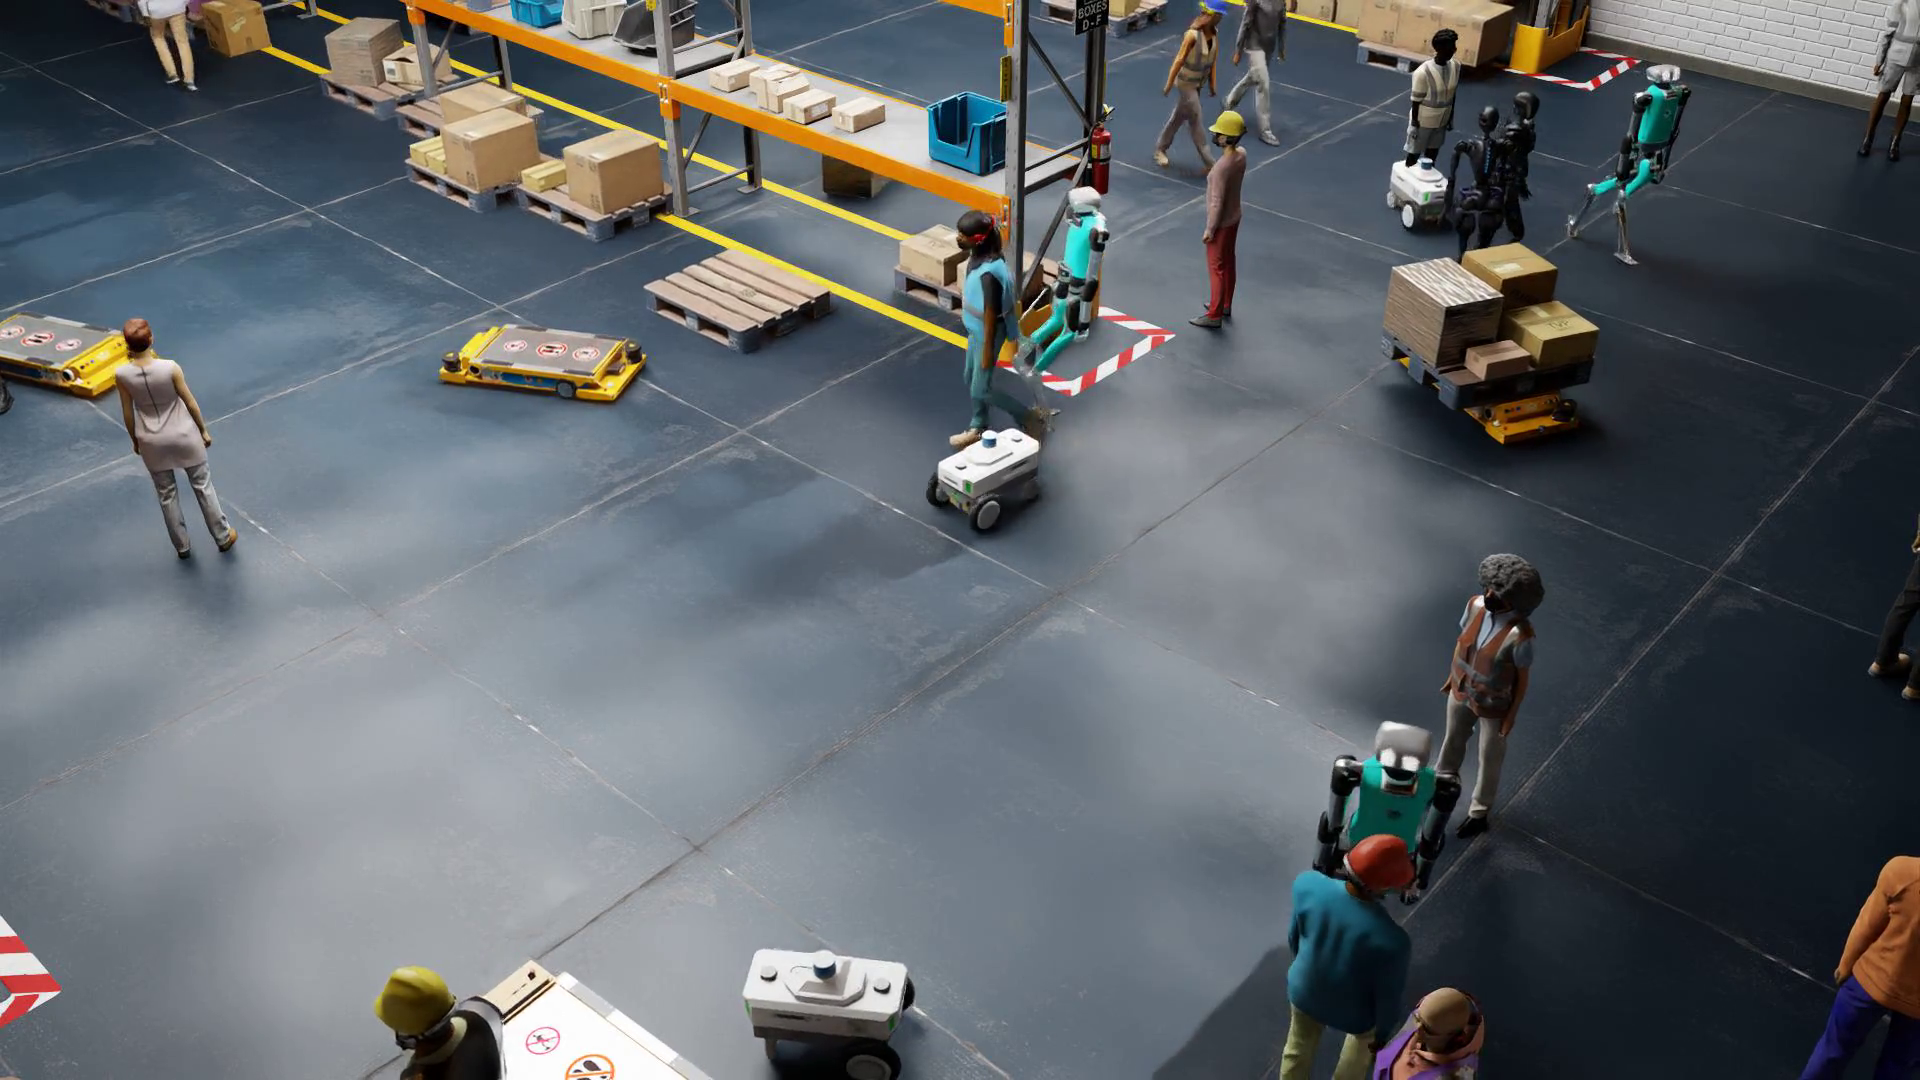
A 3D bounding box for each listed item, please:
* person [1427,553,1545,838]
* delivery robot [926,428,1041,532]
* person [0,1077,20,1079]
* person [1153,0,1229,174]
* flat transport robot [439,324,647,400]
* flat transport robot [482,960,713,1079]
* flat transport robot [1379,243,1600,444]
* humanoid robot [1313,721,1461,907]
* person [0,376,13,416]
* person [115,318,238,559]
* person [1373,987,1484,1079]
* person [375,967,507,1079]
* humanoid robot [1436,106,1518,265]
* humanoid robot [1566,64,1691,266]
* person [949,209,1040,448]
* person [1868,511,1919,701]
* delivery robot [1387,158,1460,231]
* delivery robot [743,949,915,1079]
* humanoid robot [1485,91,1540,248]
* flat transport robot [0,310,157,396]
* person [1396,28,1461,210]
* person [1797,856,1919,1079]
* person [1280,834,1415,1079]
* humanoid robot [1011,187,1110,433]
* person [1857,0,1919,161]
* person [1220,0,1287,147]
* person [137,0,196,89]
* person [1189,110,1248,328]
[{"bbox_3d":[2.645,0.787,8.415,0.306,1.689,0.439,-20,40,-27],"label":"person"},{"bbox_3d":[0.174,-0.435,11.206,0.797,0.614,0.499,-27,43,-34],"label":"delivery robot"},{"bbox_3d":[-3.180,2.499,5.964,0.481,1.659,0.339,-10,36,-14],"label":"person"},{"bbox_3d":[2.219,-4.311,15.779,0.902,1.704,0.523,25,42,32],"label":"person"},{"bbox_3d":[-3.205,-1.374,12.801,1.431,0.231,0.659,8,35,11],"label":"flat transport robot"},{"bbox_3d":[-1.683,2.392,7.345,1.431,0.231,0.659,24,41,31],"label":"flat transport robot"},{"bbox_3d":[3.950,-1.194,12.540,0.659,0.231,1.431,-12,36,-17],"label":"flat transport robot"},{"bbox_3d":[1.868,1.376,7.548,0.544,1.791,0.817,6,35,9],"label":"humanoid robot"},{"bbox_3d":[-7.328,-1.729,11.867,0.554,1.924,0.418,0,35,0],"label":"person"},{"bbox_3d":[-4.989,-0.633,10.499,0.461,1.659,0.269,-9,36,-13],"label":"person"},{"bbox_3d":[1.704,2.277,6.256,0.345,1.694,0.483,-4,35,-6],"label":"person"},{"bbox_3d":[-1.855,2.254,6.178,0.404,1.825,0.601,8,35,12],"label":"person"},{"bbox_3d":[4.200,-2.679,13.468,0.608,1.647,0.406,0,35,0],"label":"humanoid robot"},{"bbox_3d":[5.666,-3.308,14.330,0.542,1.786,0.914,-13,37,-18],"label":"humanoid robot"},{"bbox_3d":[0.245,-1.420,11.476,0.555,1.851,0.609,-8,35,-12],"label":"person"},{"bbox_3d":[5.562,0.077,9.315,0.350,1.842,0.504,-11,36,-16],"label":"person"},{"bbox_3d":[4.220,-3.182,15.151,0.499,0.575,0.757,-8,35,-12],"label":"delivery robot"},{"bbox_3d":[-0.565,2.101,7.532,0.785,0.614,0.521,4,35,6],"label":"delivery robot"},{"bbox_3d":[4.557,-2.911,13.794,0.509,1.642,0.589,22,40,29],"label":"humanoid robot"},{"bbox_3d":[-7.061,-1.457,12.921,1.431,0.231,0.659,12,36,17],"label":"flat transport robot"},{"bbox_3d":[4.255,-3.790,15.046,0.533,1.693,0.320,-19,39,-25],"label":"person"},{"bbox_3d":[3.835,1.790,6.726,0.518,1.972,0.404,19,39,26],"label":"person"},{"bbox_3d":[1.578,1.840,6.856,0.545,1.733,0.401,21,40,28],"label":"person"},{"bbox_3d":[0.641,-1.597,11.877,0.769,1.817,0.551,-11,36,-16],"label":"humanoid robot"},{"bbox_3d":[9.152,-4.634,16.071,0.546,1.926,0.388,14,37,19],"label":"person"},{"bbox_3d":[2.966,-4.967,16.617,0.548,1.855,0.957,-21,40,-27],"label":"person"},{"bbox_3d":[-8.544,-5.737,17.828,0.578,1.725,0.613,-27,43,-34],"label":"person"},{"bbox_3d":[2.064,-2.536,13.162,0.296,1.771,0.531,18,38,24],"label":"person"}]
